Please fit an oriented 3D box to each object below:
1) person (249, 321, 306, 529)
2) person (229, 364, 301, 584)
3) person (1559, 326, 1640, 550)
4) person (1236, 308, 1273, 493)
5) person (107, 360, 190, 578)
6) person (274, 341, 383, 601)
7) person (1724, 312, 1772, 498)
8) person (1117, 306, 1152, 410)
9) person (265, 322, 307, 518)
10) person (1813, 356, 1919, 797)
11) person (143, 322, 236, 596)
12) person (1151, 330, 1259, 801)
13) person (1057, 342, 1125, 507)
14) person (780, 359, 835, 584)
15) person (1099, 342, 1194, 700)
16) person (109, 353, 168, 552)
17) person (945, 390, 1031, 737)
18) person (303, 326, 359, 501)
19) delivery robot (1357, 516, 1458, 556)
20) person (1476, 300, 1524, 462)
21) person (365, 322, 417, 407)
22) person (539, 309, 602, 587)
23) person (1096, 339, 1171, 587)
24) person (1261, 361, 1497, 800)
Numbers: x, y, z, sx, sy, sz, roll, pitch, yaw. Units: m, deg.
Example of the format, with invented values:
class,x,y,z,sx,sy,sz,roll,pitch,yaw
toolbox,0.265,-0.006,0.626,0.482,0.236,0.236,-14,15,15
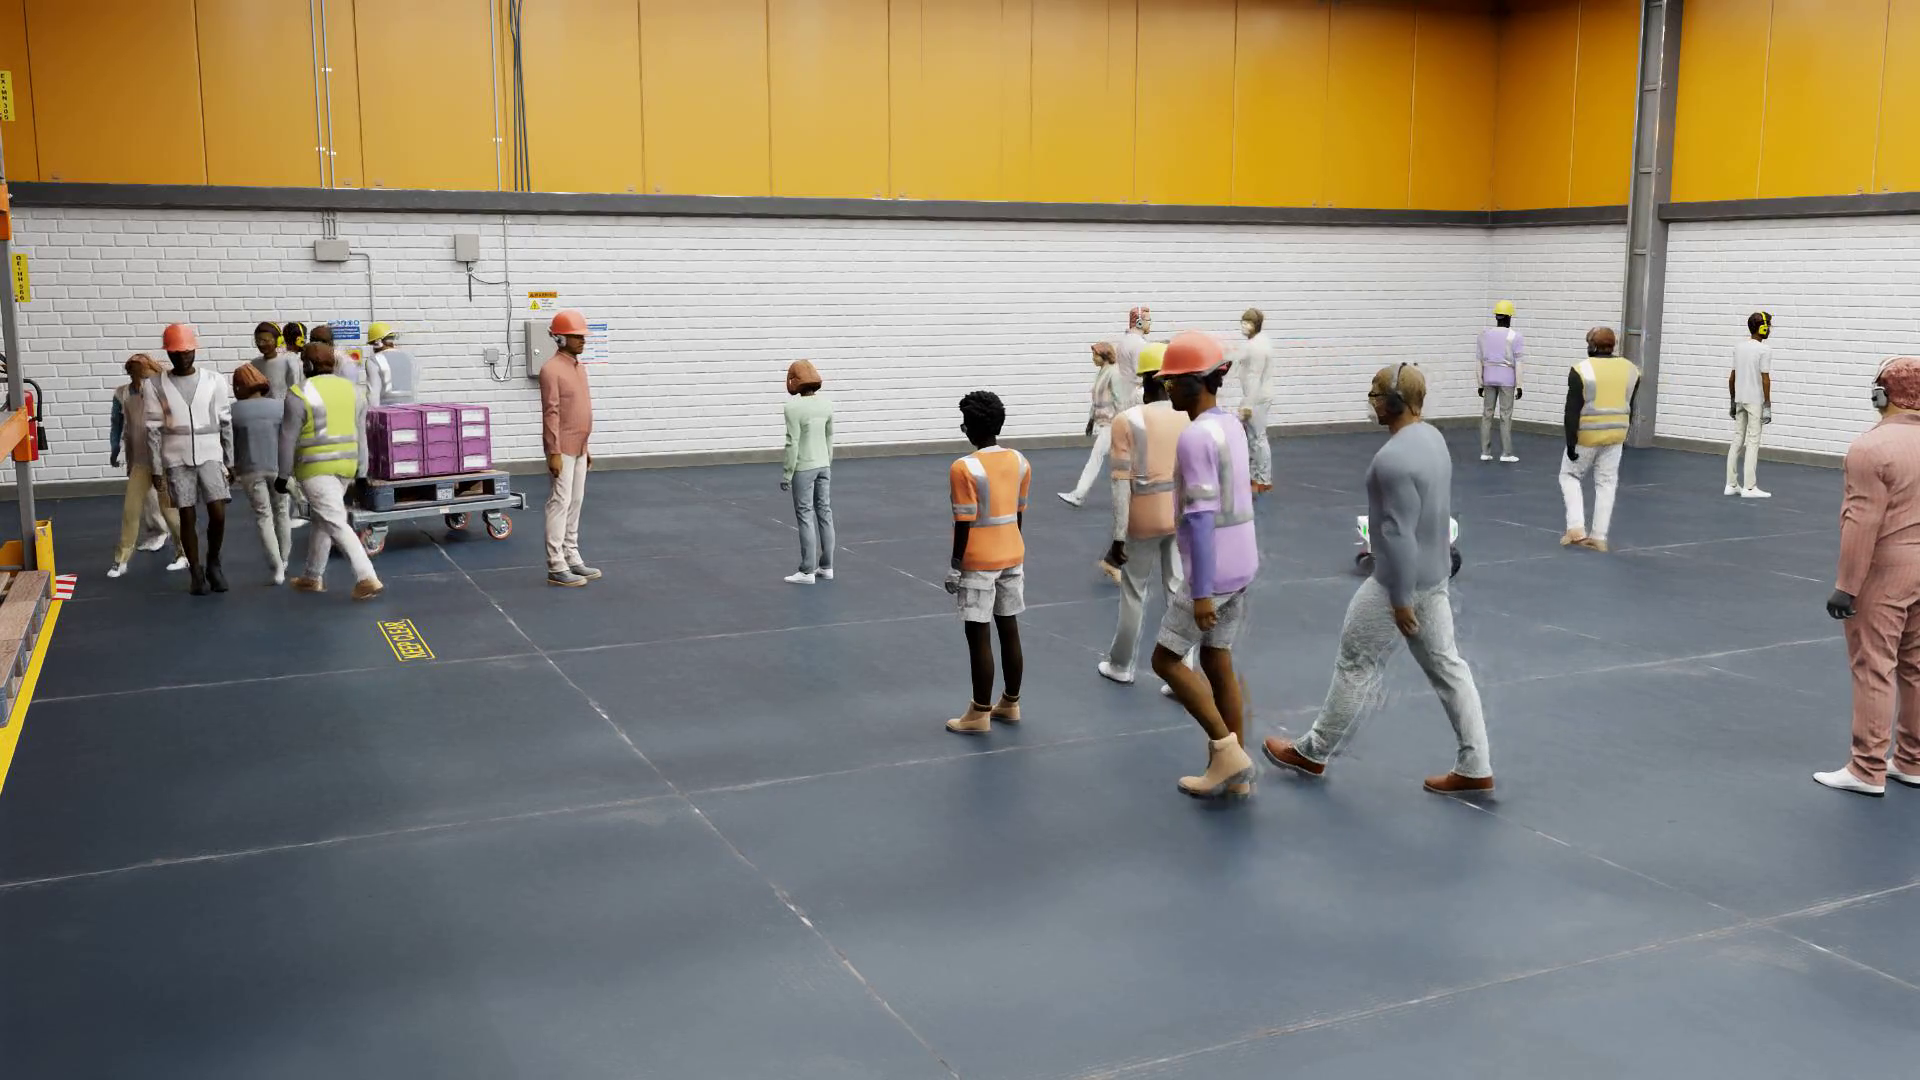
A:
class,x,y,z,sx,sy,sz,roll,pitch,yaw
person,-5.938,-0.967,14.406,0.526,1.844,0.395,4,10,26
person,-5.136,-0.492,12.223,0.516,1.591,0.761,-6,11,-34
person,5.180,-0.823,13.541,0.633,1.828,0.470,-1,9,-7
person,3.005,-1.405,16.933,0.451,1.907,0.671,0,9,1
person,-6.084,-0.535,12.476,0.541,1.604,0.624,2,9,11
person,-4.365,-0.479,11.542,0.974,1.795,0.609,4,10,24
person,7.975,-1.362,16.770,0.311,1.869,0.530,-3,10,-16
person,1.867,-1.481,17.385,0.409,1.906,0.652,-2,9,-10
person,-6.251,-1.119,15.508,0.532,1.813,1.020,3,10,19
person,4.026,0.159,7.230,0.643,1.903,0.399,-4,10,-21
person,-5.348,-0.551,11.577,0.564,1.916,0.471,-5,10,-29
person,1.026,0.133,7.033,0.510,2.016,0.684,4,10,24
person,1.334,-1.088,15.910,0.861,1.586,0.531,-2,9,-11
person,-1.109,-0.497,12.128,0.279,1.633,0.497,7,11,36
person,1.046,-0.108,8.917,0.611,1.890,0.819,-3,10,-19
person,-6.542,-0.697,13.399,0.606,1.609,0.436,2,9,9
person,0.129,0.113,8.156,0.319,1.694,0.532,8,12,39
person,-5.858,-1.103,15.492,0.633,1.762,1.016,2,9,15
delivery robot,3.340,-0.056,12.440,0.707,0.478,0.477,1,9,7
person,6.442,-1.887,19.844,0.585,1.927,0.366,8,12,42
person,-5.396,-1.147,15.651,0.657,1.792,0.604,5,11,31
person,-2.826,-0.670,12.080,0.395,1.993,0.614,2,9,10
person,1.355,-0.514,11.705,0.934,1.808,0.522,5,11,30
person,1.881,0.174,7.215,1.035,1.886,0.636,7,11,36
